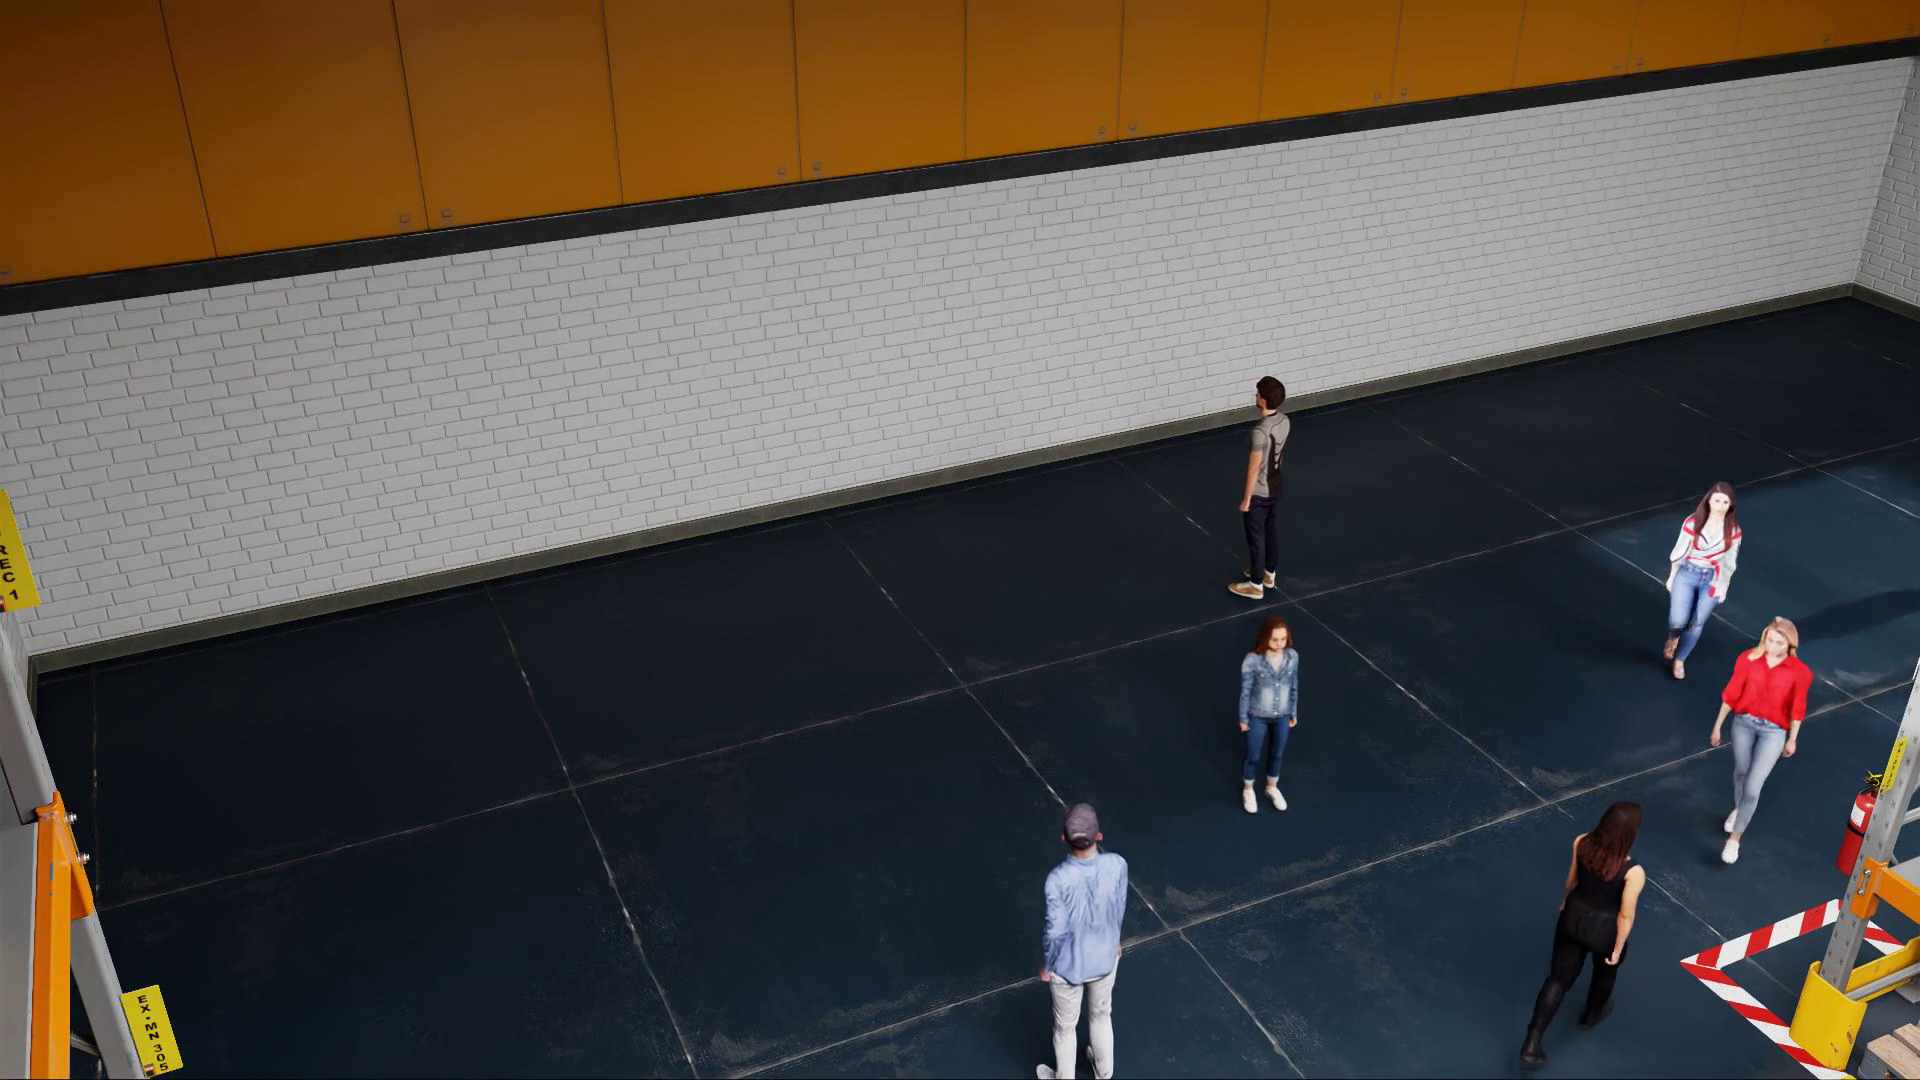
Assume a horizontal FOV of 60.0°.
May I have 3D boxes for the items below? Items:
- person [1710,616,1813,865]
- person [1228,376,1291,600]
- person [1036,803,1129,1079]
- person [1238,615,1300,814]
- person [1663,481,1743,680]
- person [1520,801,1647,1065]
[{"bbox_3d":[5.169,1.199,10.720,0.945,1.680,0.934,21,35,33],"label":"person"},{"bbox_3d":[2.461,-0.423,13.474,0.706,1.890,0.716,19,34,31],"label":"person"},{"bbox_3d":[0.642,2.172,8.721,0.638,1.886,0.553,-12,31,-21],"label":"person"},{"bbox_3d":[2.042,1.136,11.048,0.601,1.476,0.567,-7,29,-12],"label":"person"},{"bbox_3d":[5.551,0.266,12.505,0.758,1.607,0.815,8,30,15],"label":"person"},{"bbox_3d":[3.365,2.149,9.006,0.891,1.653,1.127,-24,37,-37],"label":"person"}]
